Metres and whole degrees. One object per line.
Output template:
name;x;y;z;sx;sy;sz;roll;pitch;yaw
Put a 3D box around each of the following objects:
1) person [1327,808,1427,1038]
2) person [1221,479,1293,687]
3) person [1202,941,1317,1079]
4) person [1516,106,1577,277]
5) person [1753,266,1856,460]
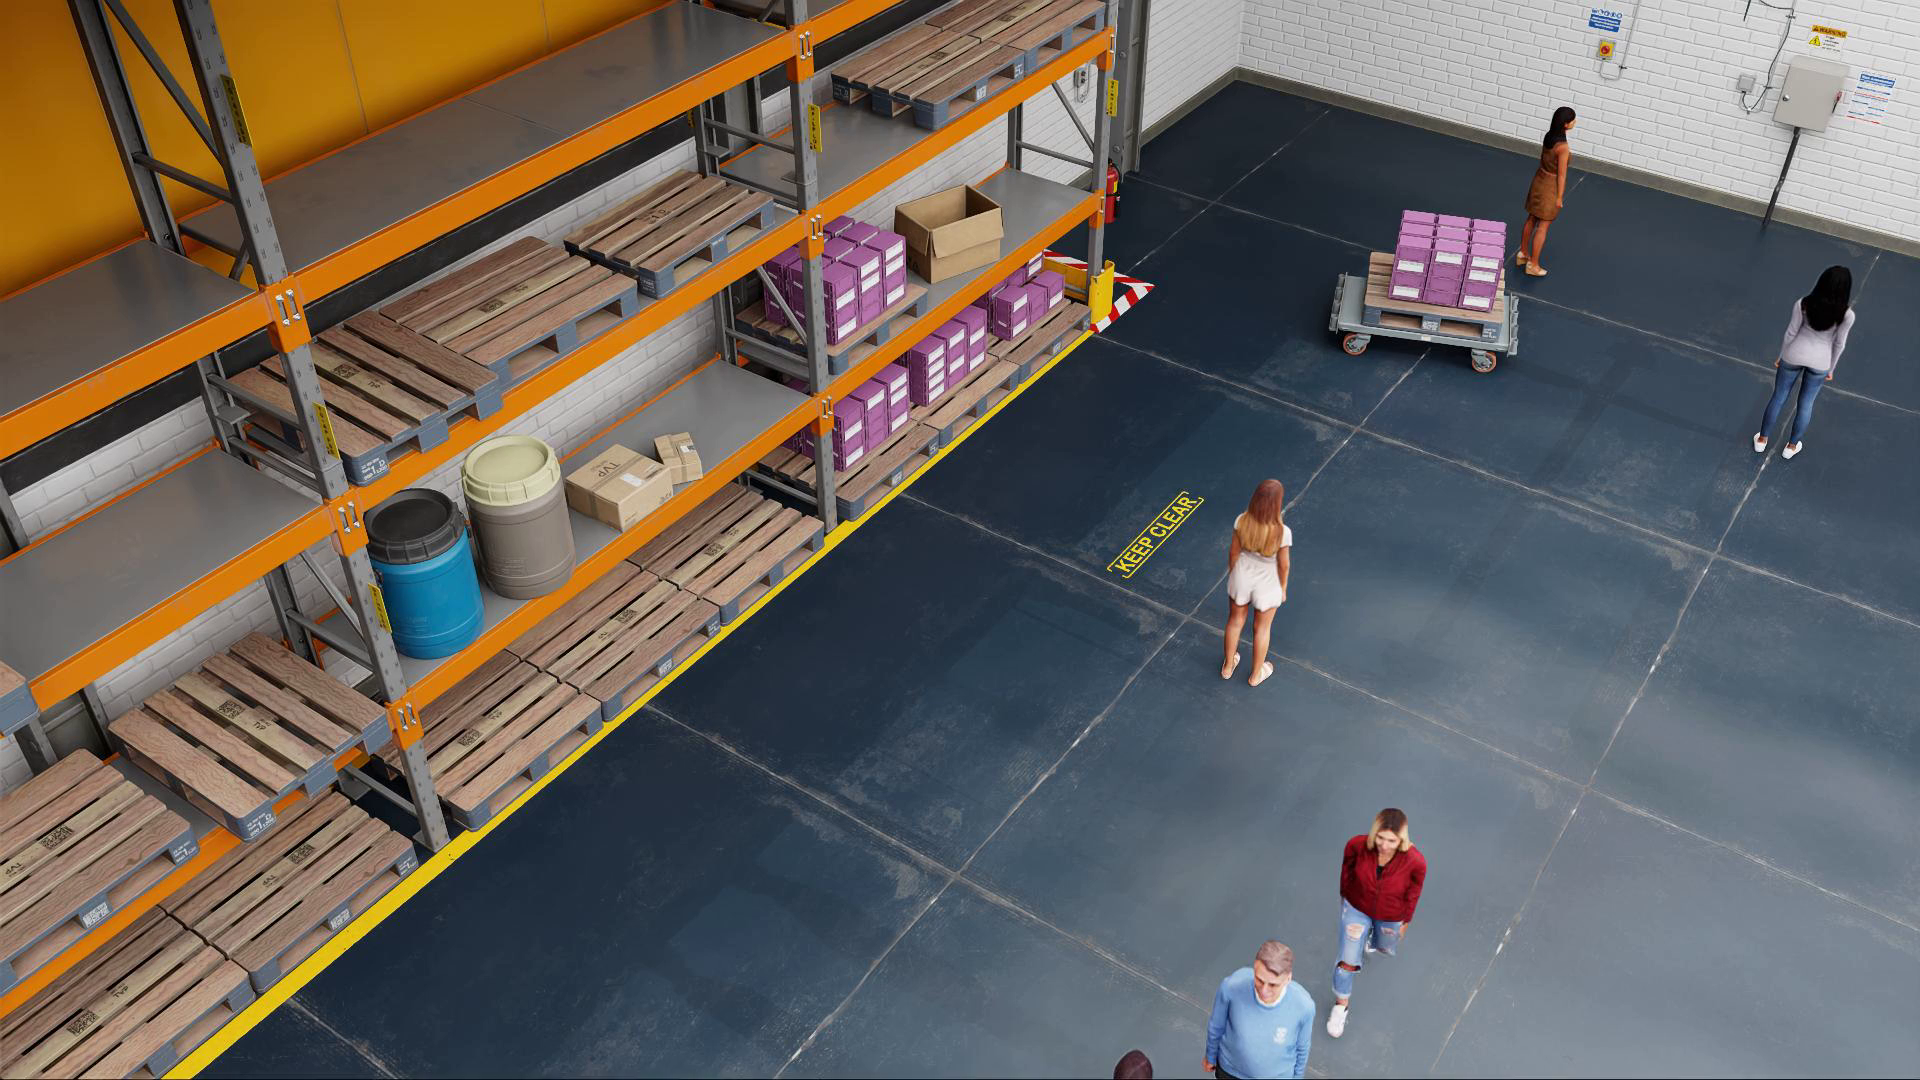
person;2.323;2.012;9.282;0.801;1.606;1.110;12;40;15
person;2.016;0.290;11.367;0.588;1.696;0.566;19;42;22
person;1.493;2.611;8.364;0.720;1.817;0.666;11;40;14
person;5.622;-3.346;15.925;0.694;1.690;0.632;-6;39;-8
person;6.869;-1.442;13.503;0.620;1.736;0.547;19;43;23
